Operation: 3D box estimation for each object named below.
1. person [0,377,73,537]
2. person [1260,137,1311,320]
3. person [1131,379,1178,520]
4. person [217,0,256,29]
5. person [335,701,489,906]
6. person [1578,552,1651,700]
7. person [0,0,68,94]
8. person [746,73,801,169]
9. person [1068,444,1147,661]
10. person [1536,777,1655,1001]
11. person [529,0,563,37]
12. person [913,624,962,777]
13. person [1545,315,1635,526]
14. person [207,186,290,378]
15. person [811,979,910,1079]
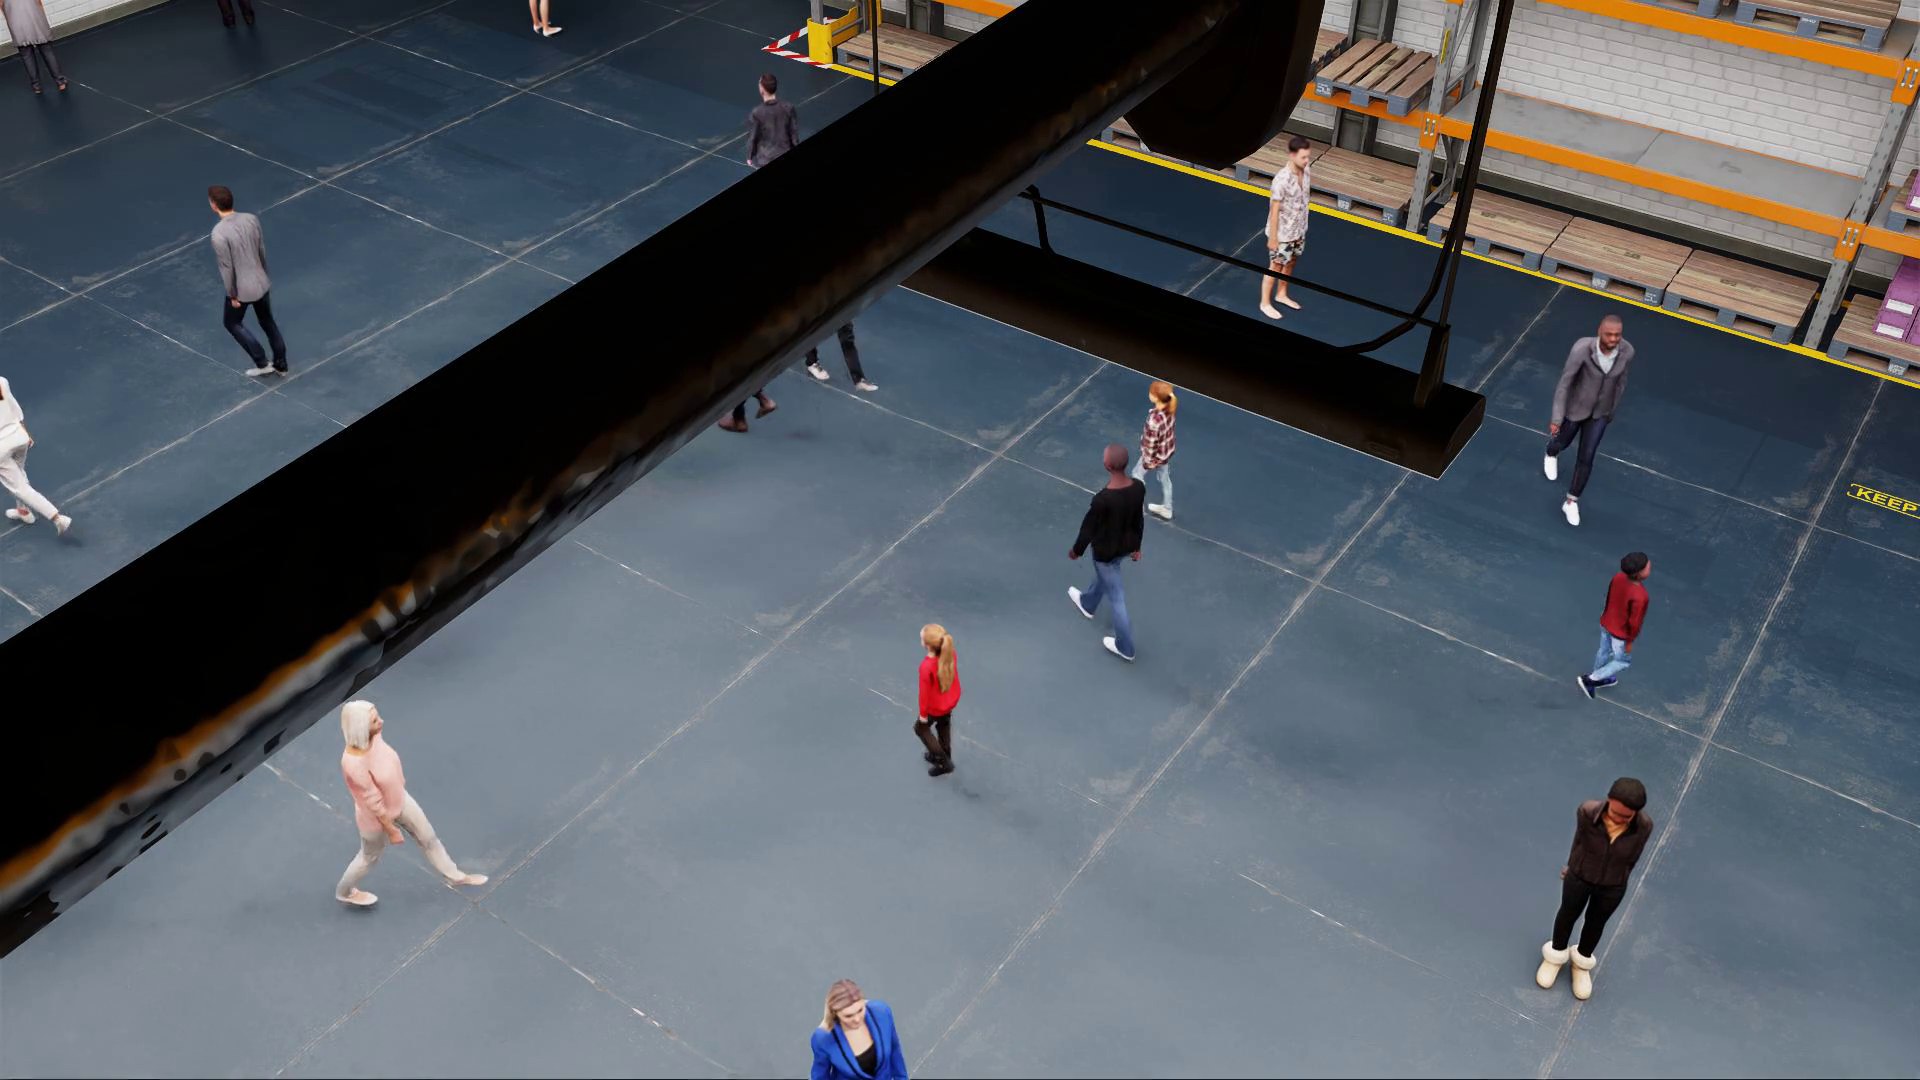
[{"bbox_3d":[-7.424,-0.726,13.007,1.081,1.666,0.761,14,41,17],"label":"person"},{"bbox_3d":[3.077,-2.979,15.711,0.628,1.811,0.705,31,48,33],"label":"person"},{"bbox_3d":[1.635,-0.700,13.276,0.692,1.289,0.547,27,46,30],"label":"person"},{"bbox_3d":[-9.519,-7.544,21.397,0.733,1.849,0.719,-20,43,-23],"label":"person"},{"bbox_3d":[-3.579,1.638,10.040,1.214,1.674,1.082,-3,39,-3],"label":"person"},{"bbox_3d":[4.573,0.613,11.667,0.724,1.247,0.665,-7,39,-9],"label":"person"},{"bbox_3d":[-11.155,-6.174,19.879,0.766,1.603,0.814,-16,41,-19],"label":"person"},{"bbox_3d":[-1.805,-3.732,16.666,0.934,1.797,1.224,-22,44,-26],"label":"person"},{"bbox_3d":[1.157,0.130,11.900,0.813,1.709,1.116,-28,46,-30],"label":"person"},{"bbox_3d":[3.698,1.950,9.661,0.633,1.660,0.702,-3,39,-4],"label":"person"},{"bbox_3d":[-5.404,-7.341,21.258,0.669,1.706,0.528,-30,47,-32],"label":"person"},{"bbox_3d":[-0.106,1.092,11.043,0.568,1.276,0.525,29,47,31],"label":"person"},{"bbox_3d":[4.998,-1.085,13.361,1.210,1.785,1.143,4,39,4],"label":"person"},{"bbox_3d":[-6.247,-2.232,14.742,0.697,1.855,0.749,16,41,19],"label":"person"},{"bbox_3d":[-0.561,2.777,8.621,0.862,1.666,1.219,-25,45,-28],"label":"person"}]
